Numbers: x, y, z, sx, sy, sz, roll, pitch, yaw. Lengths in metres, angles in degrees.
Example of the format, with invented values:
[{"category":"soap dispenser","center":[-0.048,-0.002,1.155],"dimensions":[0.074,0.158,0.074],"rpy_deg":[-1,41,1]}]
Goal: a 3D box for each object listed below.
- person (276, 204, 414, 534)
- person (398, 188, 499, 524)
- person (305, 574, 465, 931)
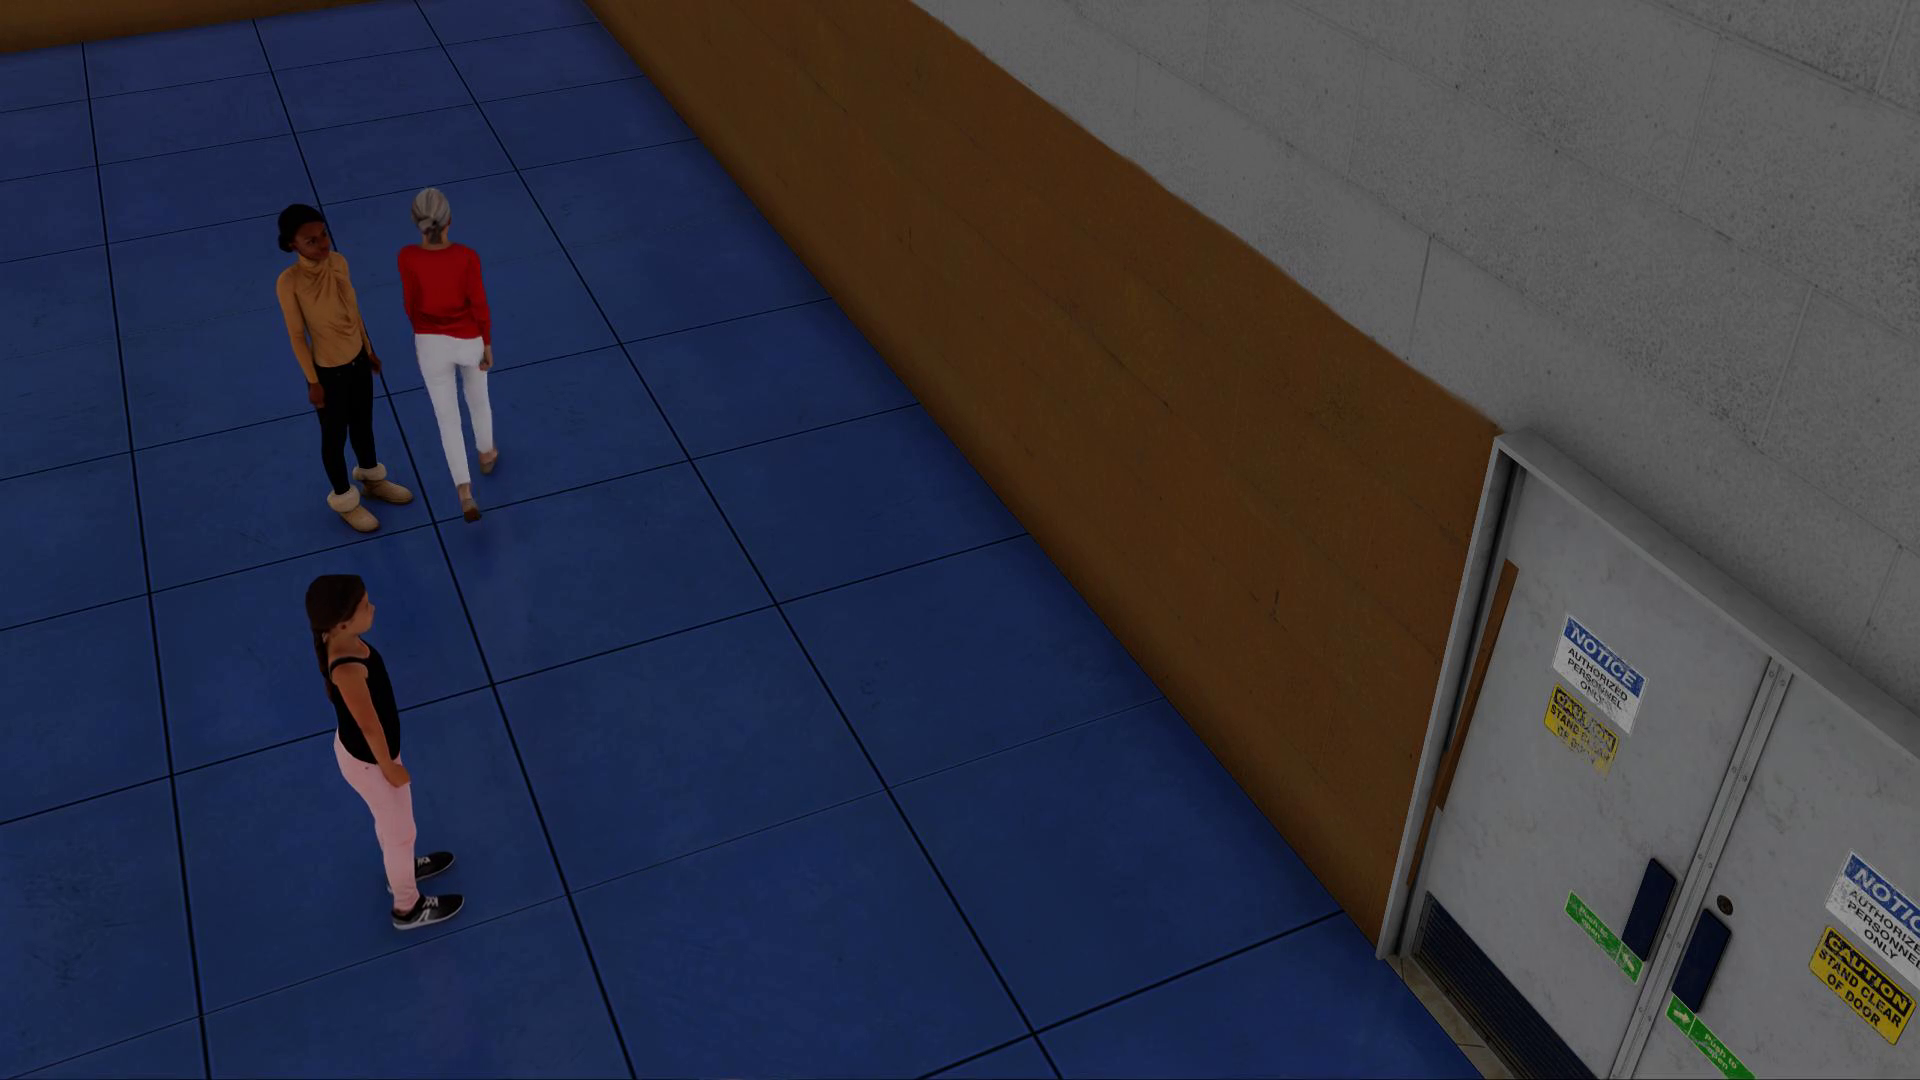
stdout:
[{"category":"person","center":[-2.988,-0.837,7.954],"dimensions":[0.757,1.659,0.680],"rpy_deg":[17,40,21]},{"category":"person","center":[-2.437,-0.855,7.972],"dimensions":[1.059,1.667,0.771],"rpy_deg":[-8,38,-11]},{"category":"person","center":[-2.087,0.758,5.909],"dimensions":[0.519,1.564,0.511],"rpy_deg":[-17,40,-22]}]
